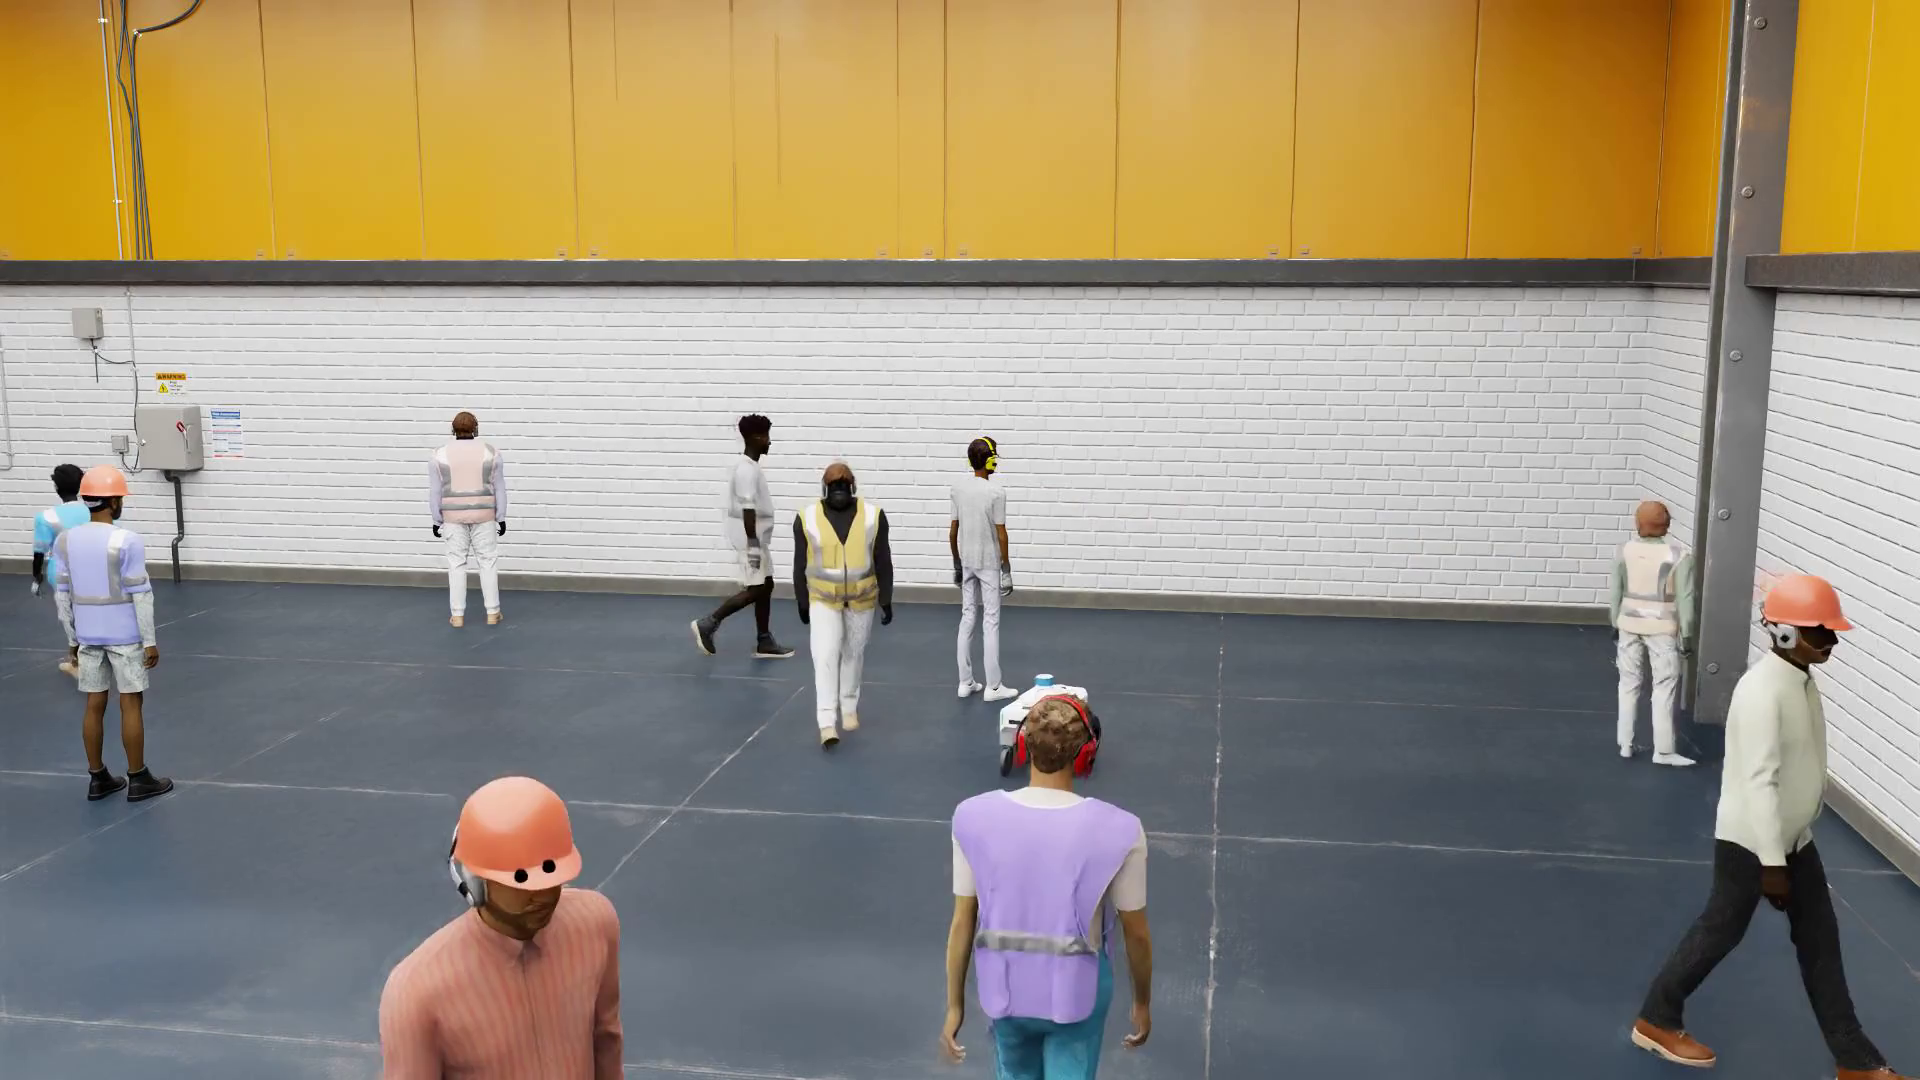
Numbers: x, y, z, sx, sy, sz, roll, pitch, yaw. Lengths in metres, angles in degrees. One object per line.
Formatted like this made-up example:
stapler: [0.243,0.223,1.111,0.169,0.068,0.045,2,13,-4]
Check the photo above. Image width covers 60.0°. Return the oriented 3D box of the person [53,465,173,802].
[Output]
person: [-4.842,0.535,9.519,0.553,1.934,0.365,1,9,9]

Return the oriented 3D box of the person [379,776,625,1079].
person: [-0.948,1.462,3.708,0.750,1.959,0.641,9,13,43]

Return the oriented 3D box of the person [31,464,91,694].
person: [-6.390,0.275,11.994,0.865,1.646,0.549,7,11,36]

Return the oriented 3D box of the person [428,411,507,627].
person: [-4.197,-0.181,14.223,0.634,1.842,0.429,-3,10,-17]

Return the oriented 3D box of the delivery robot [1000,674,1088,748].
delivery robot: [0.518,1.068,10.191,0.477,0.478,0.707,4,10,25]

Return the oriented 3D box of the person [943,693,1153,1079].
person: [0.295,1.330,4.999,0.587,1.806,0.858,3,10,16]

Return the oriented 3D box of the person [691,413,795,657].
person: [-1.682,-0.015,12.880,0.704,1.947,0.622,0,9,-3]

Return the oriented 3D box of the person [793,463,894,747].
person: [-0.738,0.414,10.688,0.630,1.797,0.944,-2,9,-11]

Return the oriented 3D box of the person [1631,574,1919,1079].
person: [3.033,1.083,6.143,0.636,1.940,1.001,-9,13,-43]

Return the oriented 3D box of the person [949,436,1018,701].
person: [0.160,0.201,11.776,0.517,1.874,0.327,7,12,37]

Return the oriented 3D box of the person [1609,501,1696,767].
person: [4.291,0.580,10.240,0.311,1.620,0.635,-8,12,-39]
